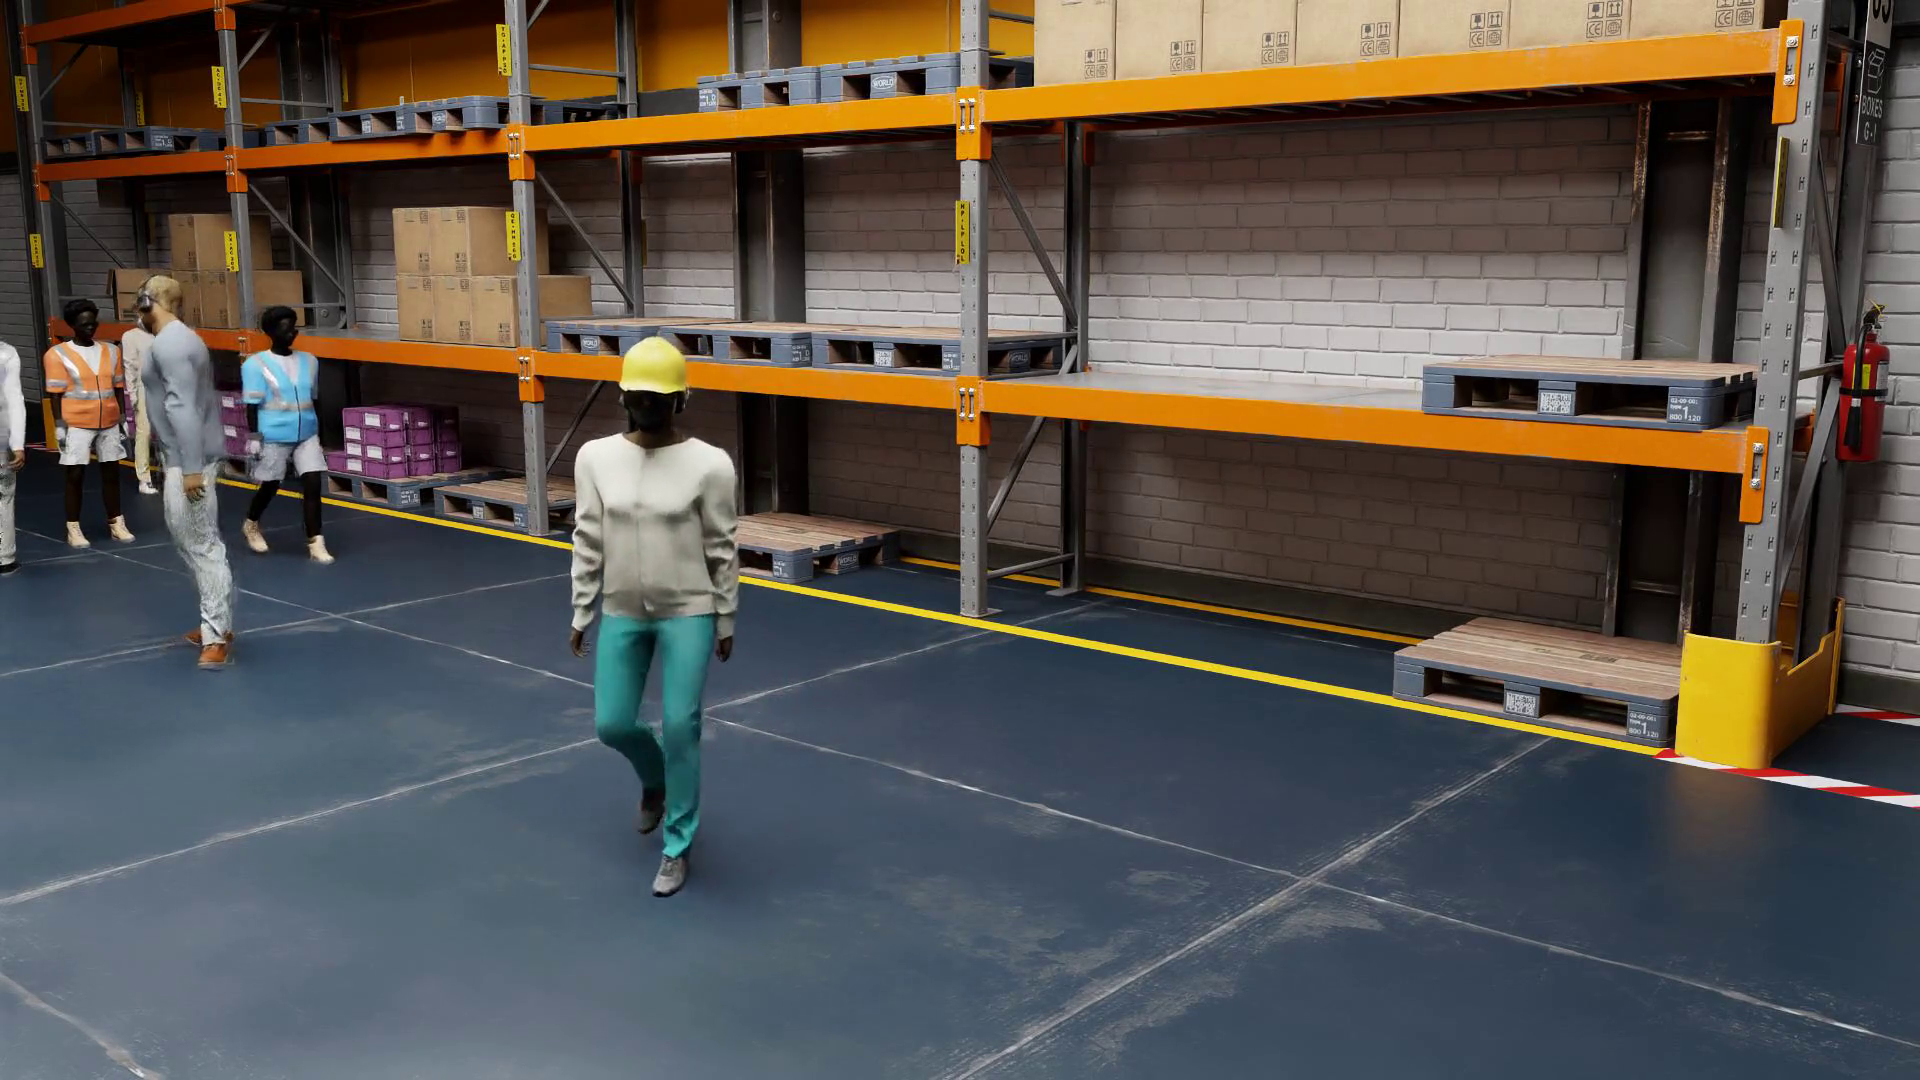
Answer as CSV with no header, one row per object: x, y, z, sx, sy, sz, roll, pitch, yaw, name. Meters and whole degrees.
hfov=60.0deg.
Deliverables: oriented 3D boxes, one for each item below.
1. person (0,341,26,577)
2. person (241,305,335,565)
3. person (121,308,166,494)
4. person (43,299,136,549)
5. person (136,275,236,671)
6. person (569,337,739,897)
-5.916,-0.604,9.942,0.603,1.792,0.814,-4,11,-21,person
-4.396,-0.687,10.750,0.786,1.671,0.536,8,13,38,person
-6.671,-1.199,13.790,0.277,1.629,0.496,7,12,33,person
-5.896,-0.786,11.269,0.320,1.687,0.533,7,12,33,person
-3.776,-0.332,8.125,0.376,1.901,0.775,-4,11,-22,person
-0.955,0.222,5.313,0.542,1.750,0.488,1,10,6,person
